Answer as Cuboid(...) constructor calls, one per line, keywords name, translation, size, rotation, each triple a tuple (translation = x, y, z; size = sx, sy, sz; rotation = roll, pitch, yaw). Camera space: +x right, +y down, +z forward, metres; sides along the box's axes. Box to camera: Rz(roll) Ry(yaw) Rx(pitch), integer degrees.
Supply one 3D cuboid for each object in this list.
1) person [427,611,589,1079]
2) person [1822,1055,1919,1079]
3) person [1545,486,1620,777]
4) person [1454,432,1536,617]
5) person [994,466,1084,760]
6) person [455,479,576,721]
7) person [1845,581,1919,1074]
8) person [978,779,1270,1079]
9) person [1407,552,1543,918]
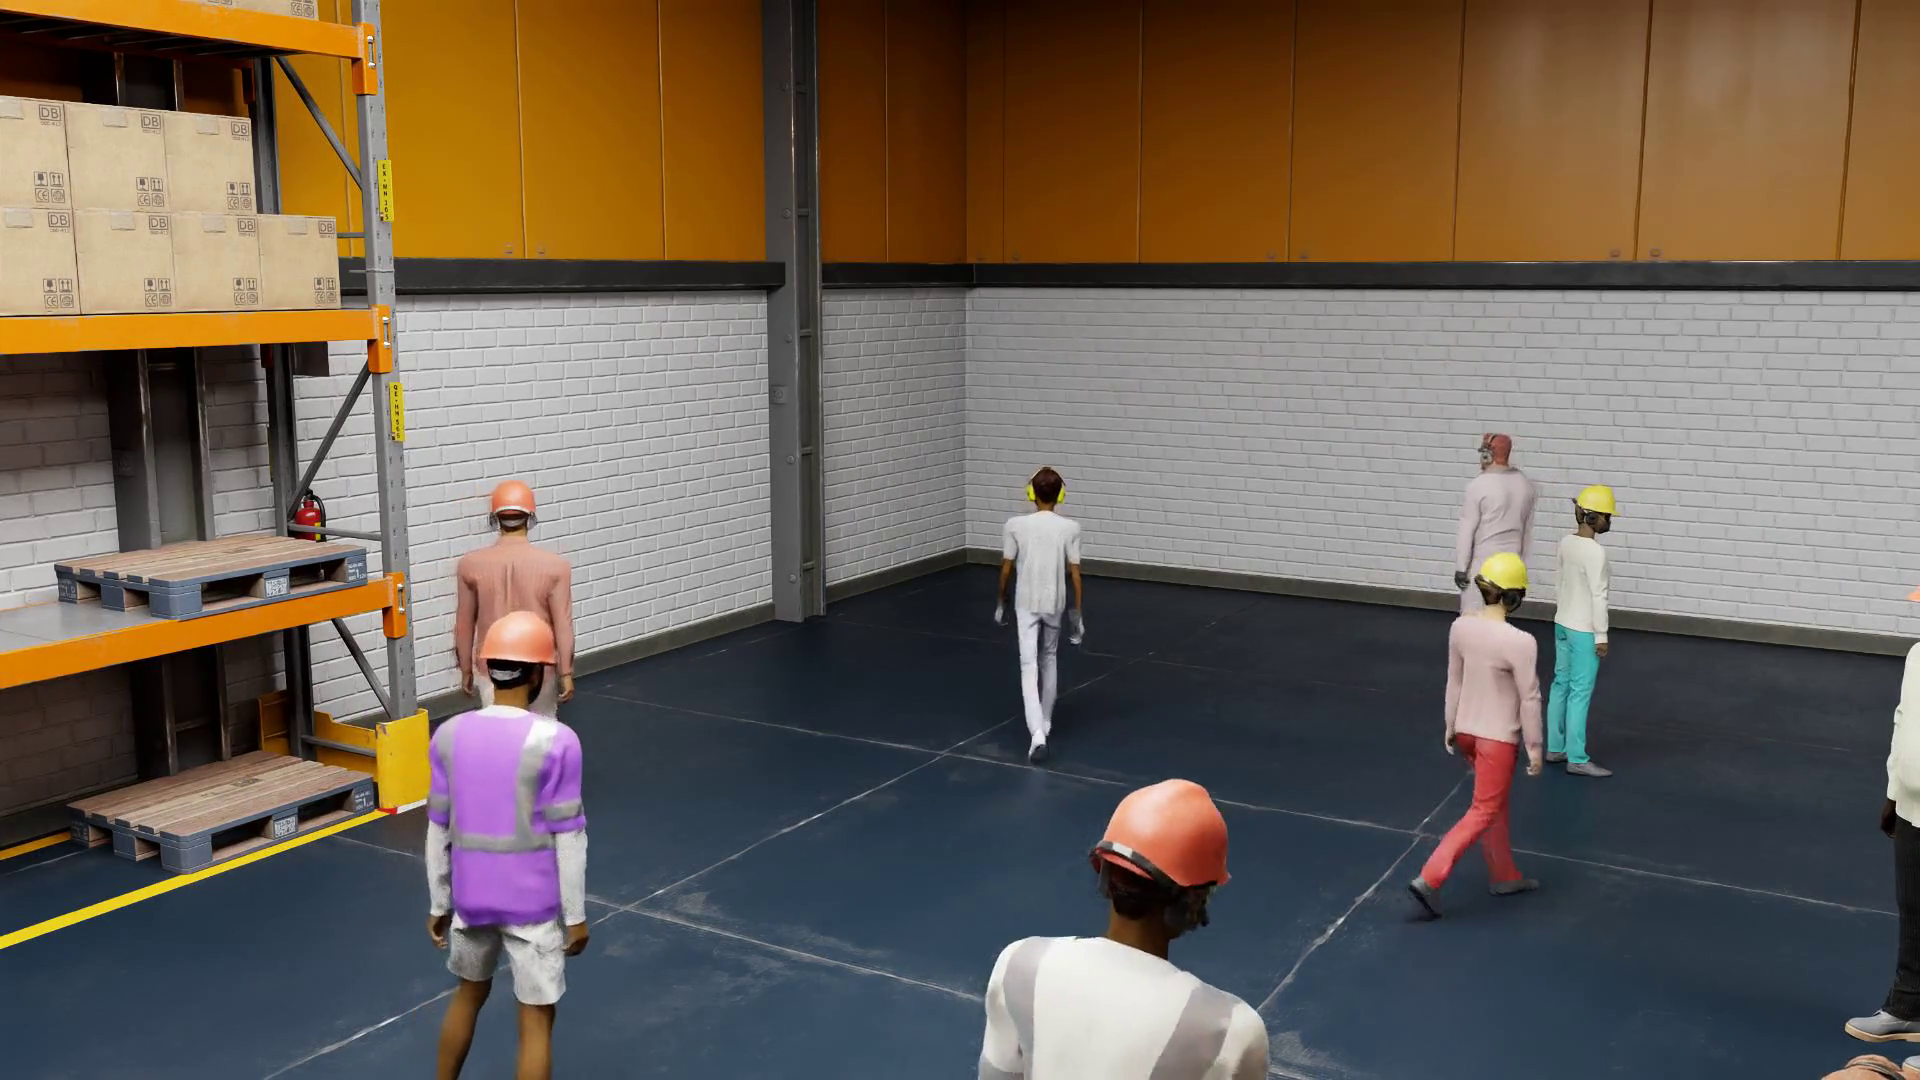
Cuboid(name="person", translation=(-1.520, 1.192, 5.627), size=(0.616, 1.906, 0.497), rotation=(3, 10, 19))
Cuboid(name="person", translation=(1.594, 1.737, 3.048), size=(0.311, 1.634, 0.511), rotation=(-8, 12, -40))
Cuboid(name="person", translation=(3.792, 0.545, 10.098), size=(0.327, 1.761, 0.522), rotation=(-1, 9, -5))
Cuboid(name="person", translation=(3.898, 0.159, 12.131), size=(0.666, 1.888, 0.772), rotation=(-5, 10, -28))
Cuboid(name="person", translation=(0.504, 0.444, 10.562), size=(0.544, 1.818, 0.974), rotation=(-1, 9, -7))
Cuboid(name="person", translation=(-2.350, 0.655, 8.790), size=(0.631, 1.963, 0.942), rotation=(-1, 9, -5))
Cuboid(name="person", translation=(3.720, 1.035, 6.302), size=(0.386, 1.992, 0.625), rotation=(-1, 9, -6))
Cuboid(name="person", translation=(0.339, 1.481, 3.471), size=(0.637, 2.014, 0.466), rotation=(7, 11, 36))
Cuboid(name="person", translation=(2.473, 0.916, 7.869), size=(0.843, 1.730, 0.534), rotation=(-4, 10, -25))
